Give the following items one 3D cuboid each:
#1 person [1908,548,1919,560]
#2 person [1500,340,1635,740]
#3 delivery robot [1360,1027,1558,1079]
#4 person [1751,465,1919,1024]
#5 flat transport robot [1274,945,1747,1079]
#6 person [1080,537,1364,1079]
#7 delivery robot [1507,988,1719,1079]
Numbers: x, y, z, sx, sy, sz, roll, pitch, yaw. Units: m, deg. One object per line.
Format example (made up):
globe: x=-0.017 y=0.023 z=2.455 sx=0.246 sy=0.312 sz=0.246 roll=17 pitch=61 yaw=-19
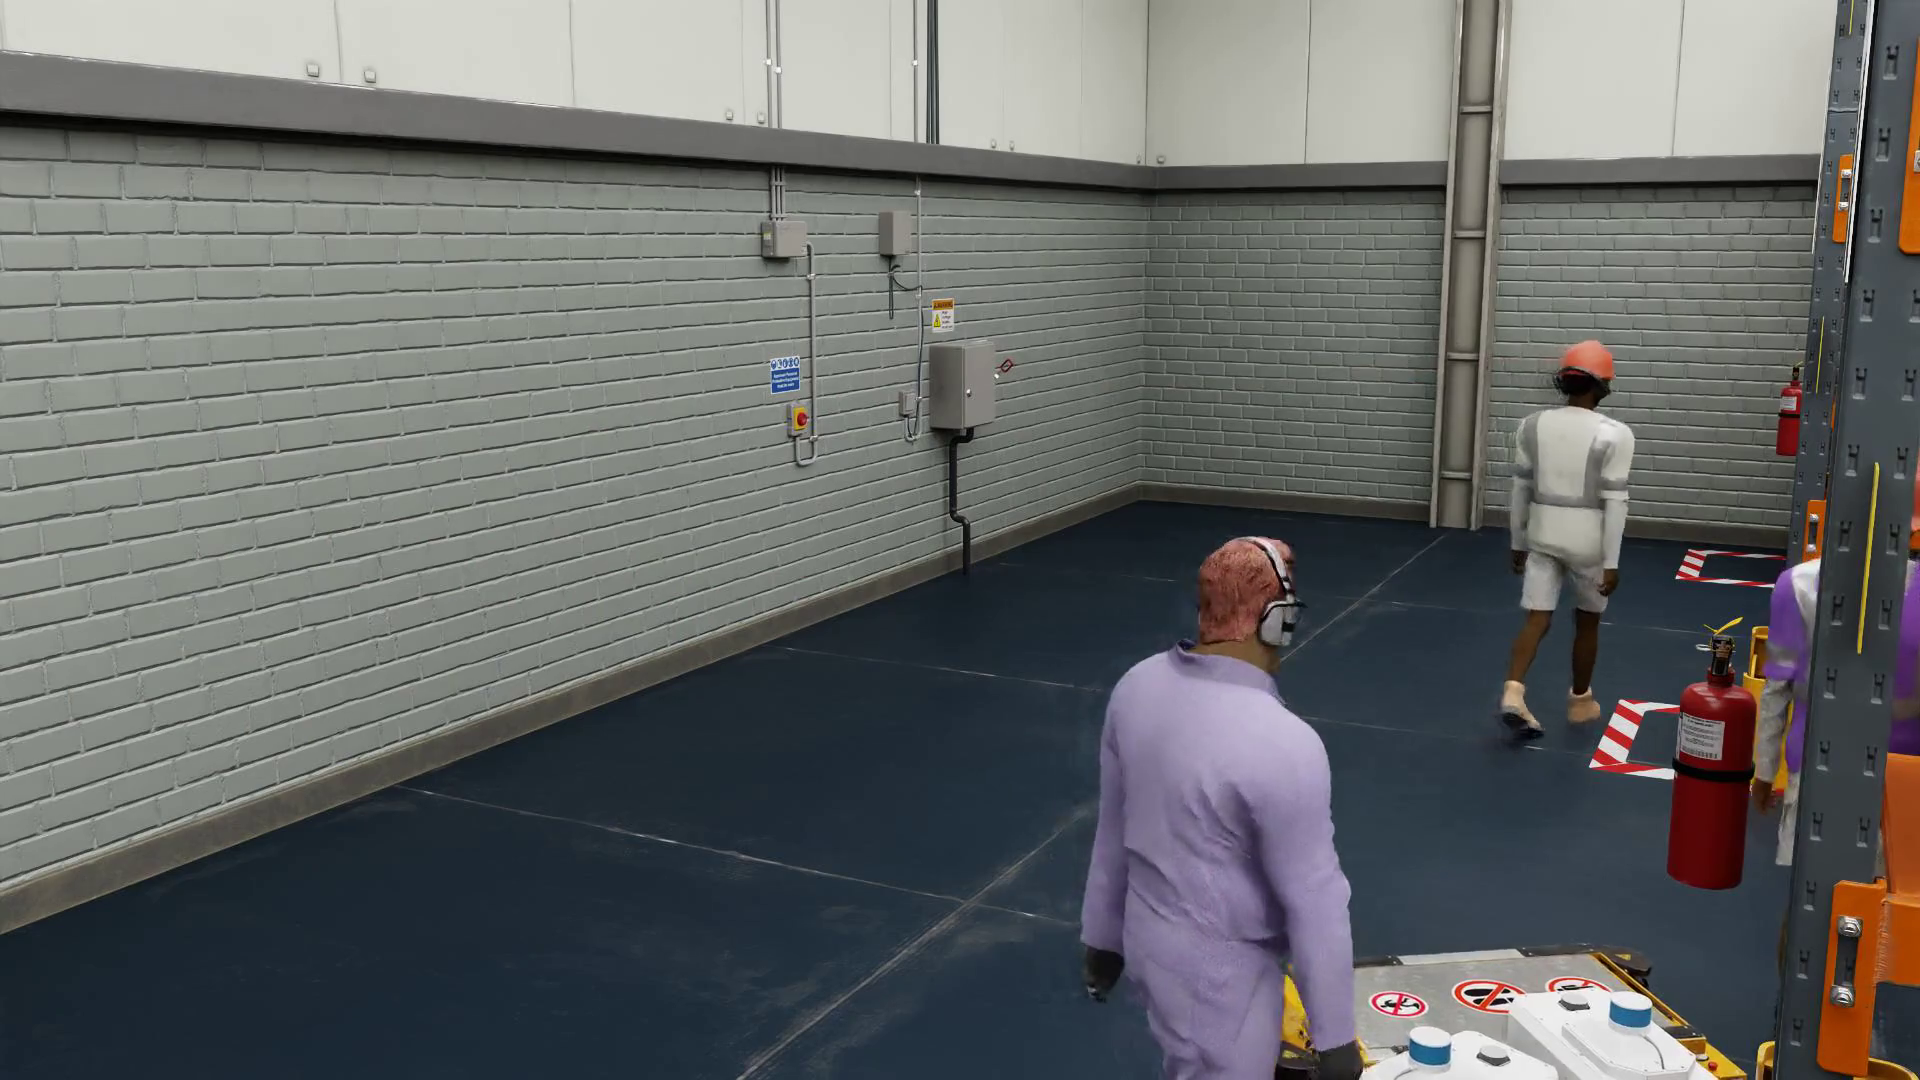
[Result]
person: x=5.222 y=0.037 z=9.252 sx=0.854 sy=1.595 sz=0.523 roll=-4 pitch=11 yaw=-19
person: x=2.987 y=0.015 z=8.283 sx=0.623 sy=2.008 sz=0.915 roll=10 pitch=14 yaw=44
delivery robot: x=1.154 y=1.452 z=4.123 sx=0.707 sy=0.478 sz=0.477 roll=-8 pitch=13 yaw=-35
person: x=2.697 y=0.670 z=5.007 sx=0.575 sy=1.907 sz=0.840 roll=5 pitch=12 yaw=26
flat transport robot: x=1.527 y=1.476 z=5.023 sx=1.431 sy=0.197 sz=0.652 roll=-1 pitch=11 yaw=-8
person: x=0.527 y=0.934 z=3.578 sx=0.489 sy=1.887 sz=0.634 roll=-2 pitch=11 yaw=-13
delivery robot: x=1.726 y=1.417 z=4.315 sx=0.477 sy=0.478 sz=0.707 roll=-2 pitch=10 yaw=-10
